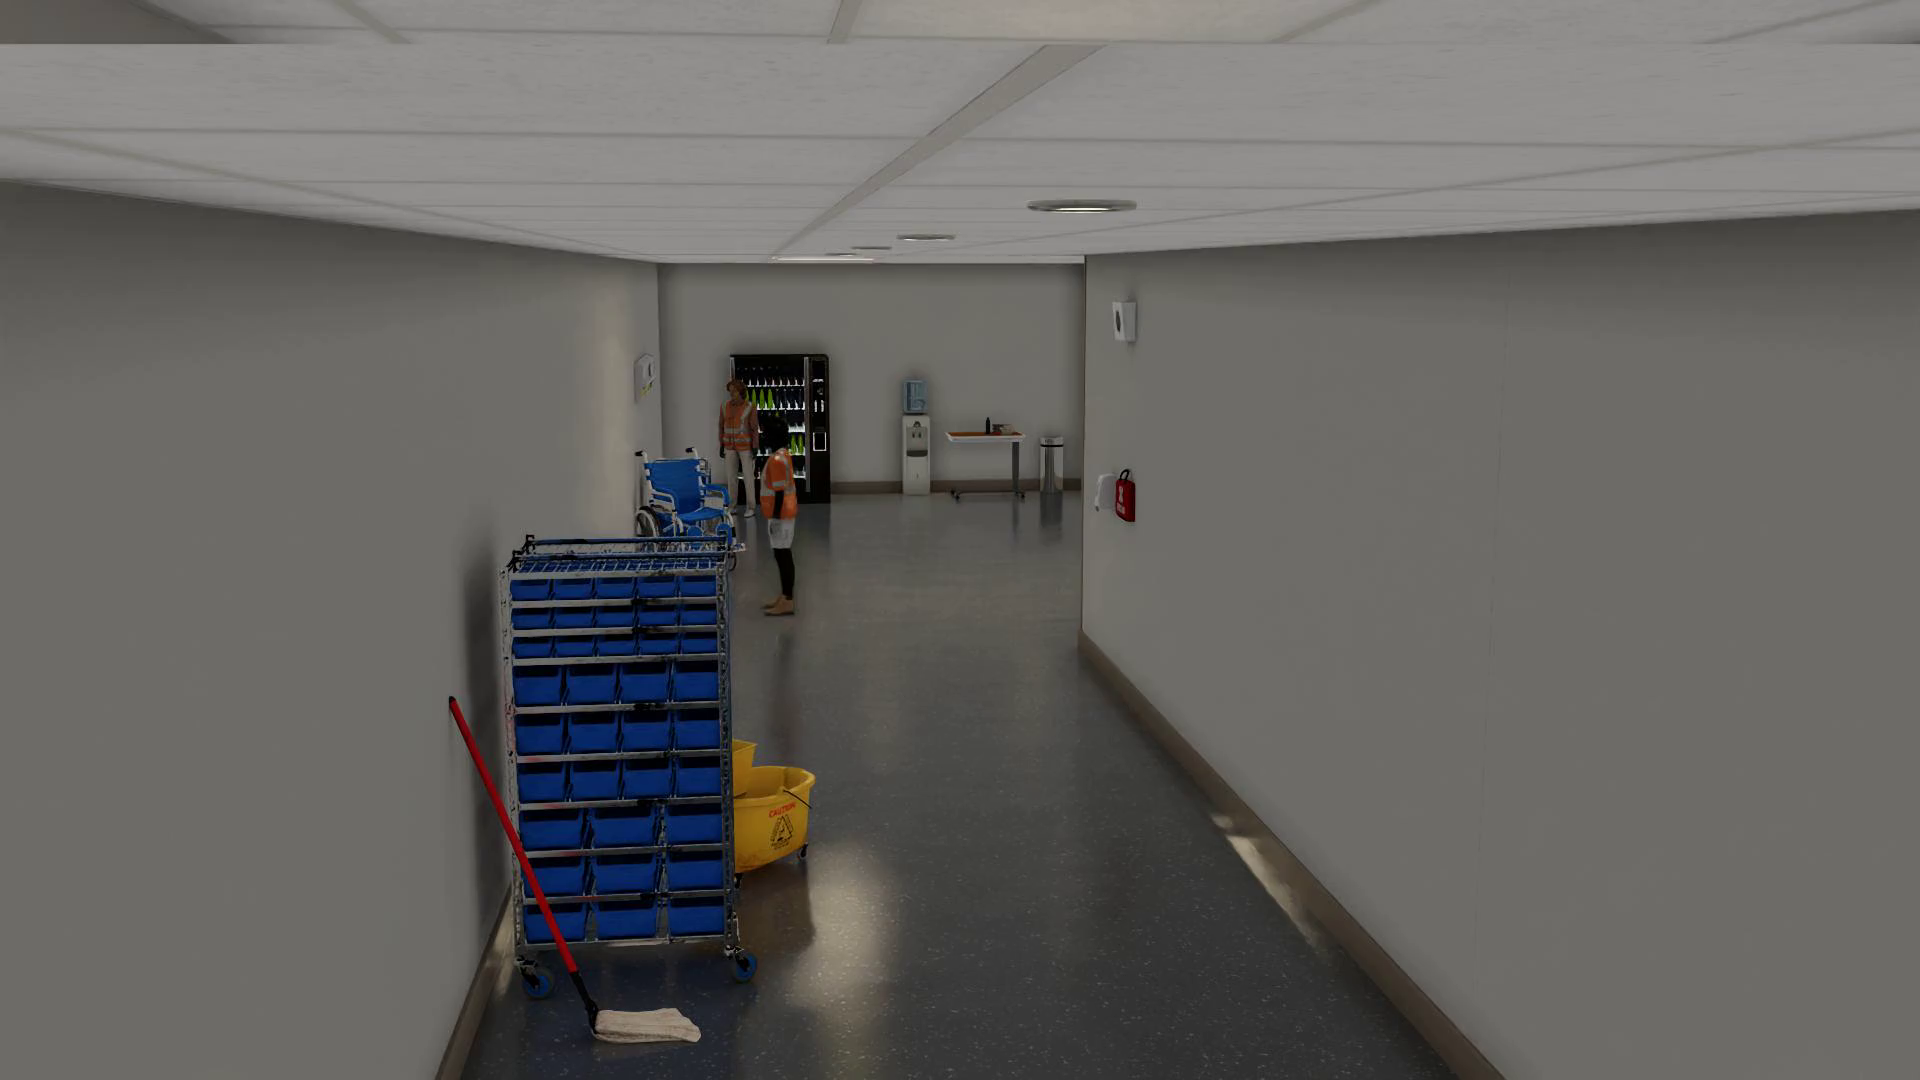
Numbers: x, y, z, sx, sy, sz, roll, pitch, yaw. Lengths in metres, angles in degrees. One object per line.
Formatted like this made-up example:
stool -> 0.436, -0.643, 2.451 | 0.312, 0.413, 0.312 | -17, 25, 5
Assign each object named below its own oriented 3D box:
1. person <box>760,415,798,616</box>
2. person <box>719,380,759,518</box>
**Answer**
person -> -1.536, -0.210, 14.100 | 0.317, 1.695, 0.540 | 0, 9, -1
person -> -2.622, -1.081, 19.718 | 0.521, 1.639, 0.311 | 4, 10, 22
